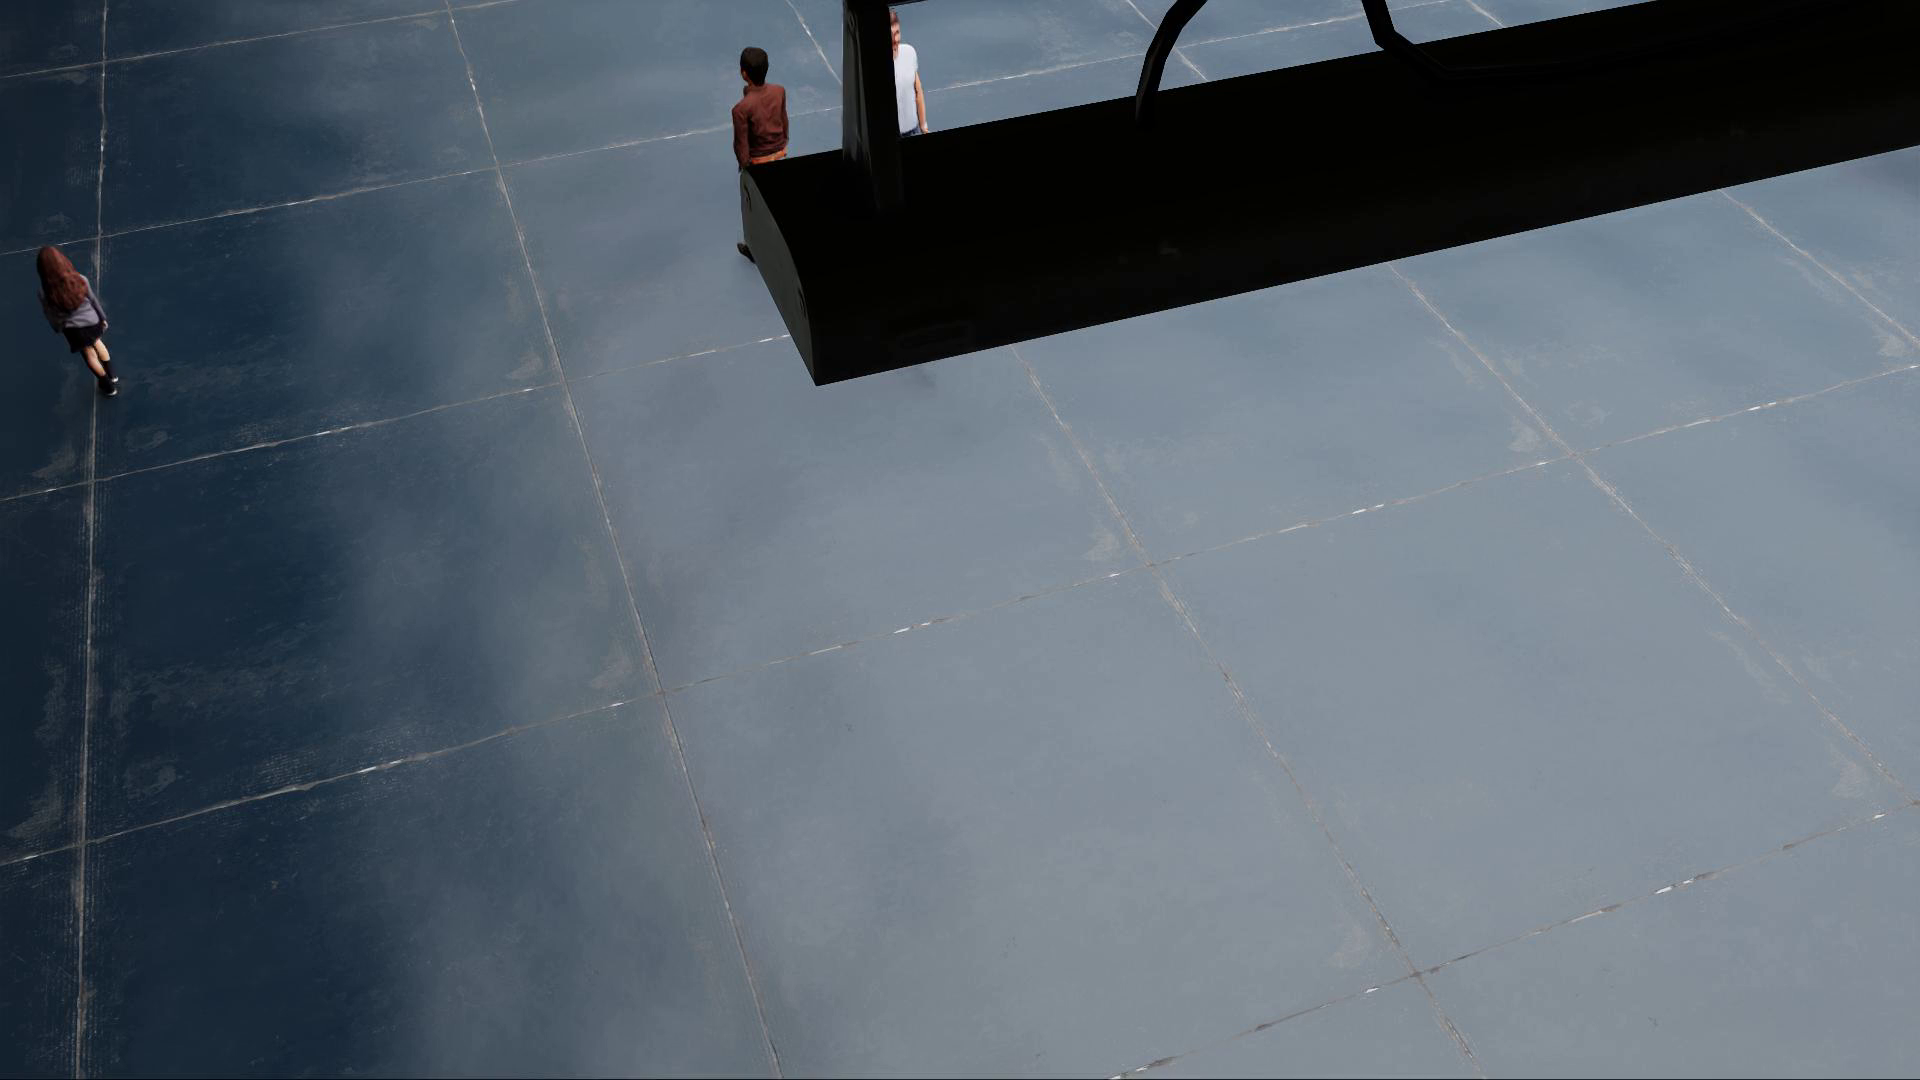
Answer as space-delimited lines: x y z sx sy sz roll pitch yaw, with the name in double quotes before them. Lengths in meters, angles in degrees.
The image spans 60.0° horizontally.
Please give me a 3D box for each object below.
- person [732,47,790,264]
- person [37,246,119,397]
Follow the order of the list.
"person" -1.290 -2.563 11.619 0.914 1.743 1.219 -29 50 -28
"person" -5.735 -1.400 10.851 0.599 1.092 0.555 33 52 30
